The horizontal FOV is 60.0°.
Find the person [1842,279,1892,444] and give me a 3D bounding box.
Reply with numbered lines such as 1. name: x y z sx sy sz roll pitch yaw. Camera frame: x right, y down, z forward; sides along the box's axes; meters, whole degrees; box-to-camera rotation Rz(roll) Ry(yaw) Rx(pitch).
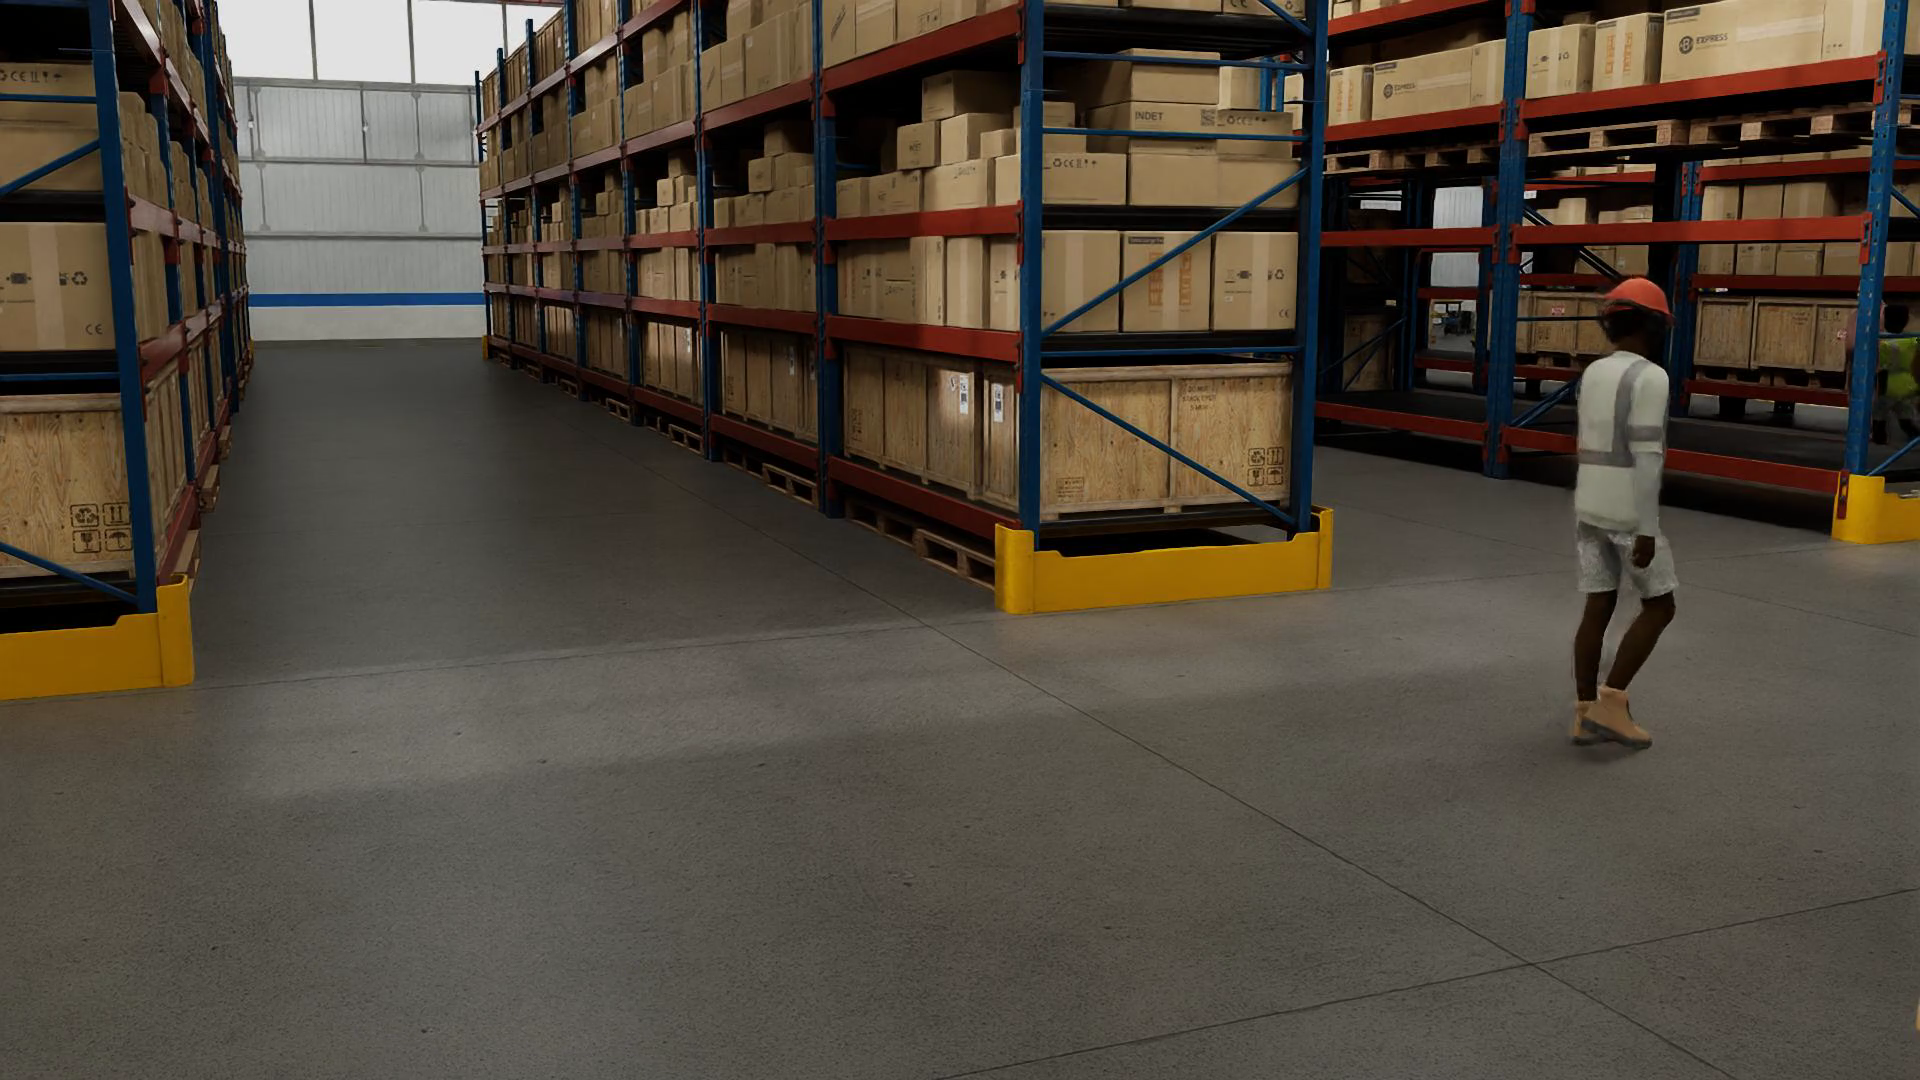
1. person: 9.795 -1.871 18.026 0.395 1.899 0.642 -1 10 -9

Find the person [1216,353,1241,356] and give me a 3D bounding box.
1. person: 2.489 -1.666 16.736 0.636 1.914 0.798 -1 10 -8

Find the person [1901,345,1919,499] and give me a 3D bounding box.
1. person: 8.517 -1.290 14.506 0.408 1.909 0.642 9 13 42

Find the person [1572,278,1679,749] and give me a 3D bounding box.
1. person: 2.851 -0.109 7.145 0.498 2.004 0.643 -2 10 -14

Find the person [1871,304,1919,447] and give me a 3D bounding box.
1. person: 9.101 -1.433 16.040 0.537 1.675 0.731 -3 10 -19
